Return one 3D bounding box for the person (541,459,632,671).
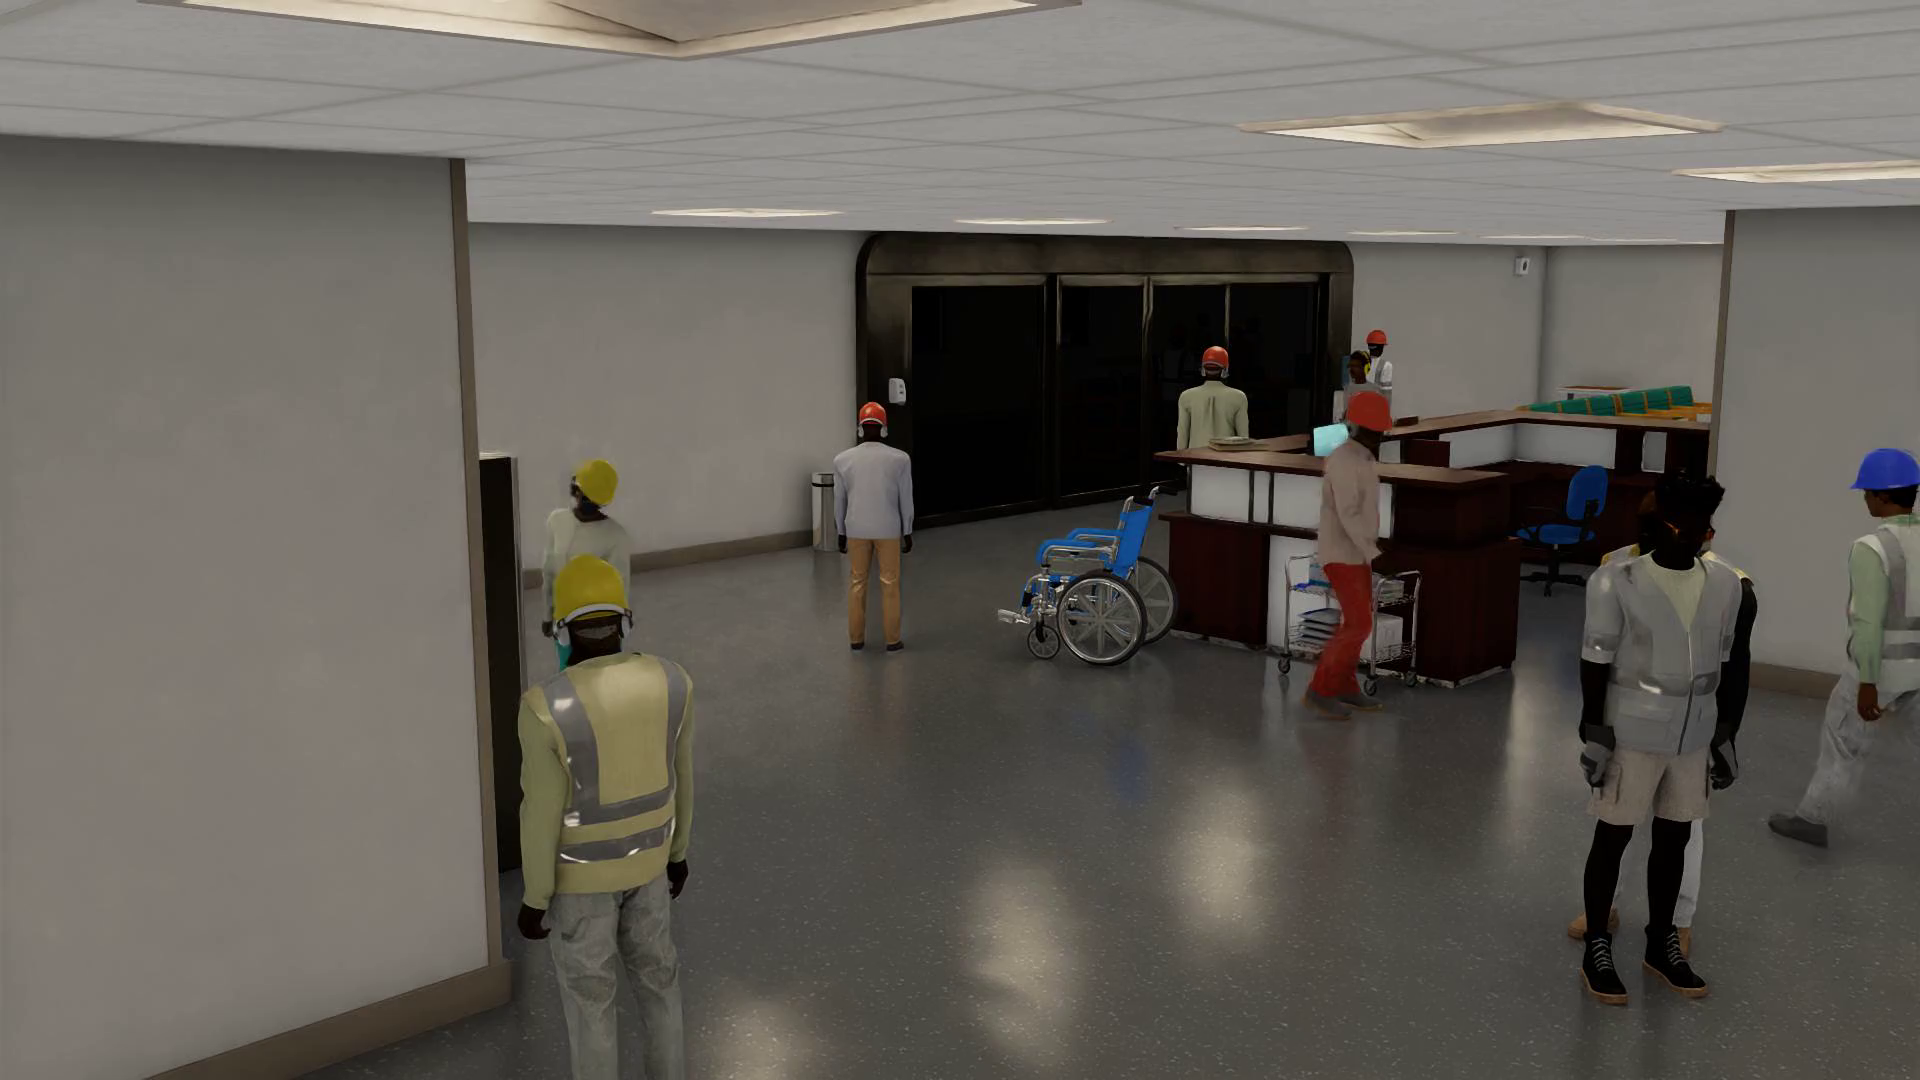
[{"bbox_3d":[-1.918,0.436,8.424,0.642,1.722,0.323,5,11,29],"label":"person"}]

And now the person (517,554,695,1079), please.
[{"bbox_3d":[-1.057,0.949,4.932,0.403,1.827,0.601,8,12,42],"label":"person"}]

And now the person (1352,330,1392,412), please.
[{"bbox_3d":[4.986,-1.571,20.103,0.392,1.929,0.546,-9,13,-43],"label":"person"}]

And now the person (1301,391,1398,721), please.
[{"bbox_3d":[2.324,0.100,9.727,0.499,1.959,0.621,5,11,29],"label":"person"}]

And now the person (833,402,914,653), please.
[{"bbox_3d":[-0.593,-0.085,11.533,0.564,1.743,0.352,1,9,8],"label":"person"}]

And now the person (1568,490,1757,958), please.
[{"bbox_3d":[2.697,0.699,6.448,0.621,1.840,0.430,9,13,42],"label":"person"}]

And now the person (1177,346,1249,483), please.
[{"bbox_3d":[2.183,-0.673,14.373,0.622,1.993,0.381,2,9,12],"label":"person"}]

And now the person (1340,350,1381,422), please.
[{"bbox_3d":[3.871,-0.919,16.268,0.328,1.873,0.512,-6,11,-31],"label":"person"}]

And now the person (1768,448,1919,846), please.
[{"bbox_3d":[4.134,0.540,7.298,0.634,1.887,1.049,-4,10,-22],"label":"person"}]

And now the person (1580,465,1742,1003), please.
[{"bbox_3d":[2.540,0.704,6.038,0.600,1.959,0.380,-2,9,-9],"label":"person"}]
